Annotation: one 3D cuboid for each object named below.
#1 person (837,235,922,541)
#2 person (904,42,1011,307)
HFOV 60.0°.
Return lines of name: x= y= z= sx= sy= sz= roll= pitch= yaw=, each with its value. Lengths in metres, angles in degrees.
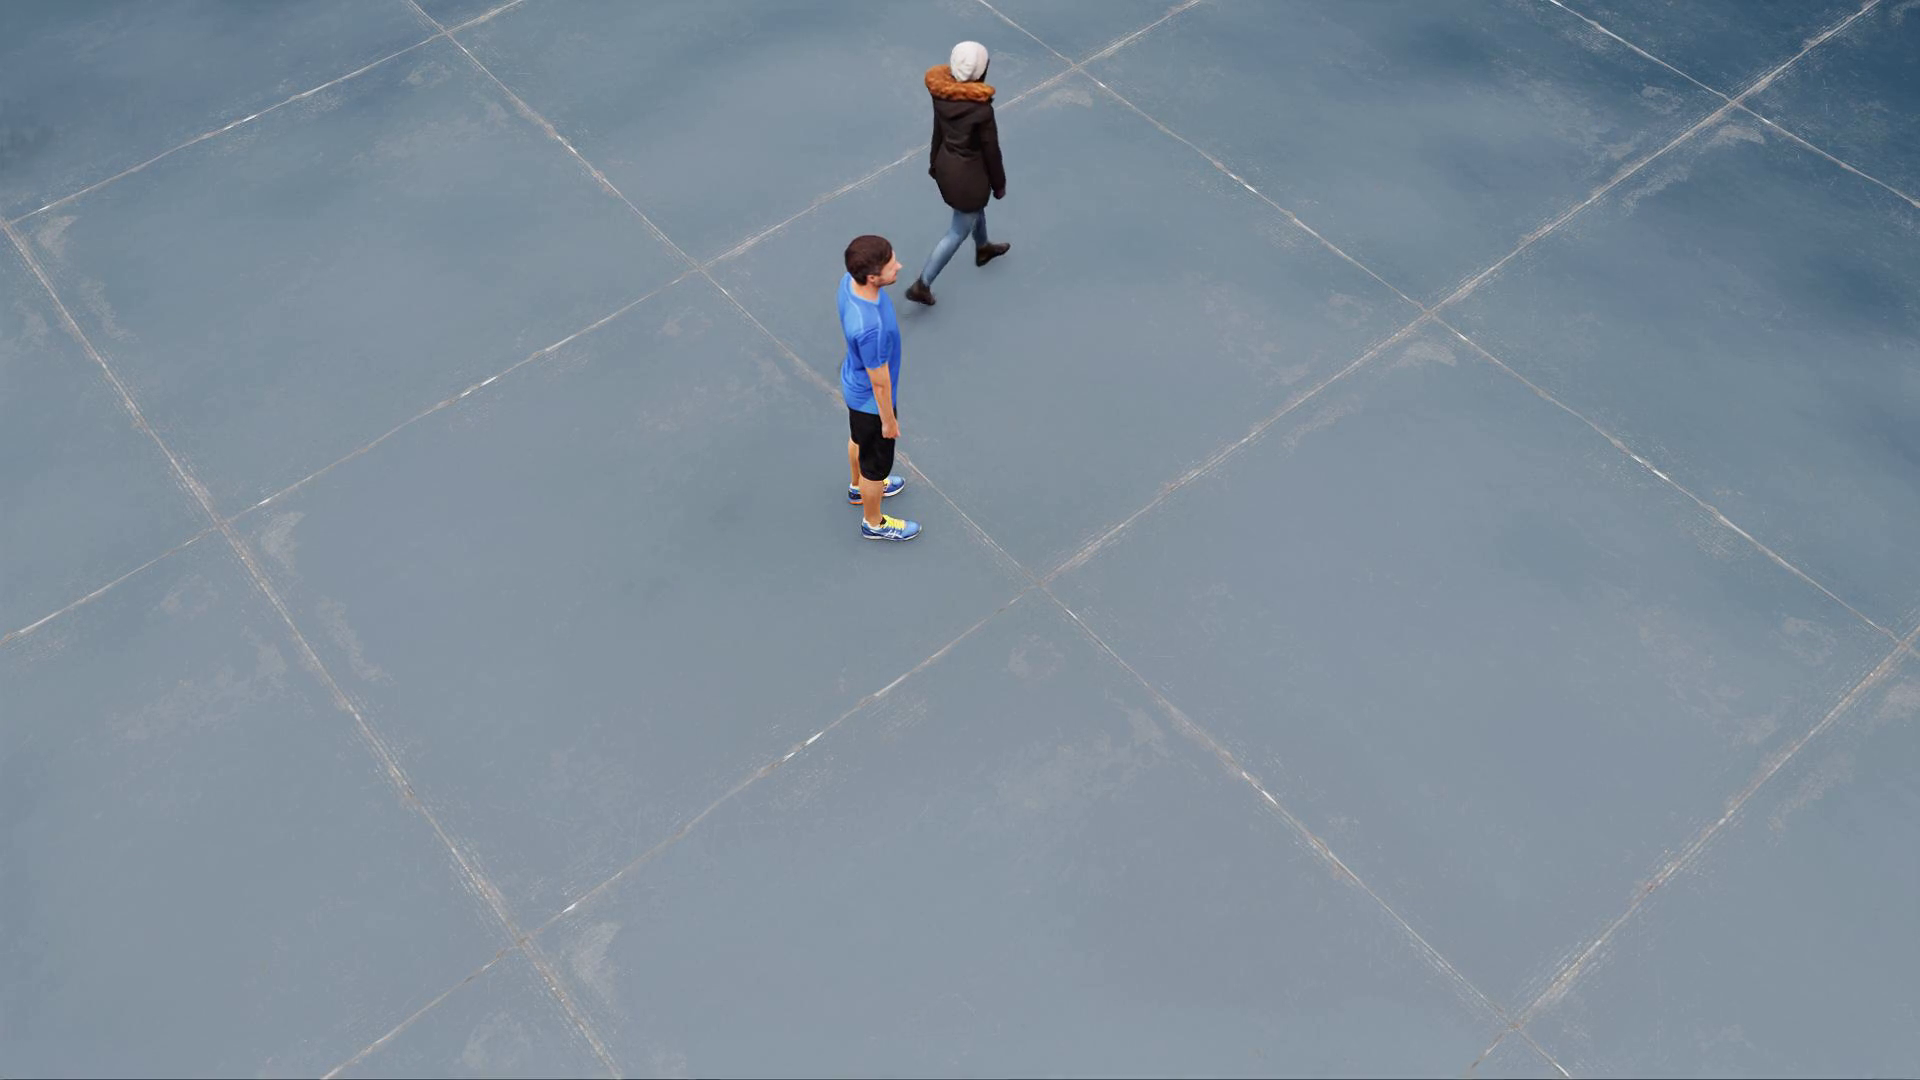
person: x=-0.429 y=-0.723 z=7.921 sx=0.697 sy=1.868 sz=0.699 roll=-11 pitch=53 yaw=-8
person: x=-0.030 y=-1.949 z=9.033 sx=1.041 sy=1.610 sz=0.652 roll=-30 pitch=58 yaw=-21
